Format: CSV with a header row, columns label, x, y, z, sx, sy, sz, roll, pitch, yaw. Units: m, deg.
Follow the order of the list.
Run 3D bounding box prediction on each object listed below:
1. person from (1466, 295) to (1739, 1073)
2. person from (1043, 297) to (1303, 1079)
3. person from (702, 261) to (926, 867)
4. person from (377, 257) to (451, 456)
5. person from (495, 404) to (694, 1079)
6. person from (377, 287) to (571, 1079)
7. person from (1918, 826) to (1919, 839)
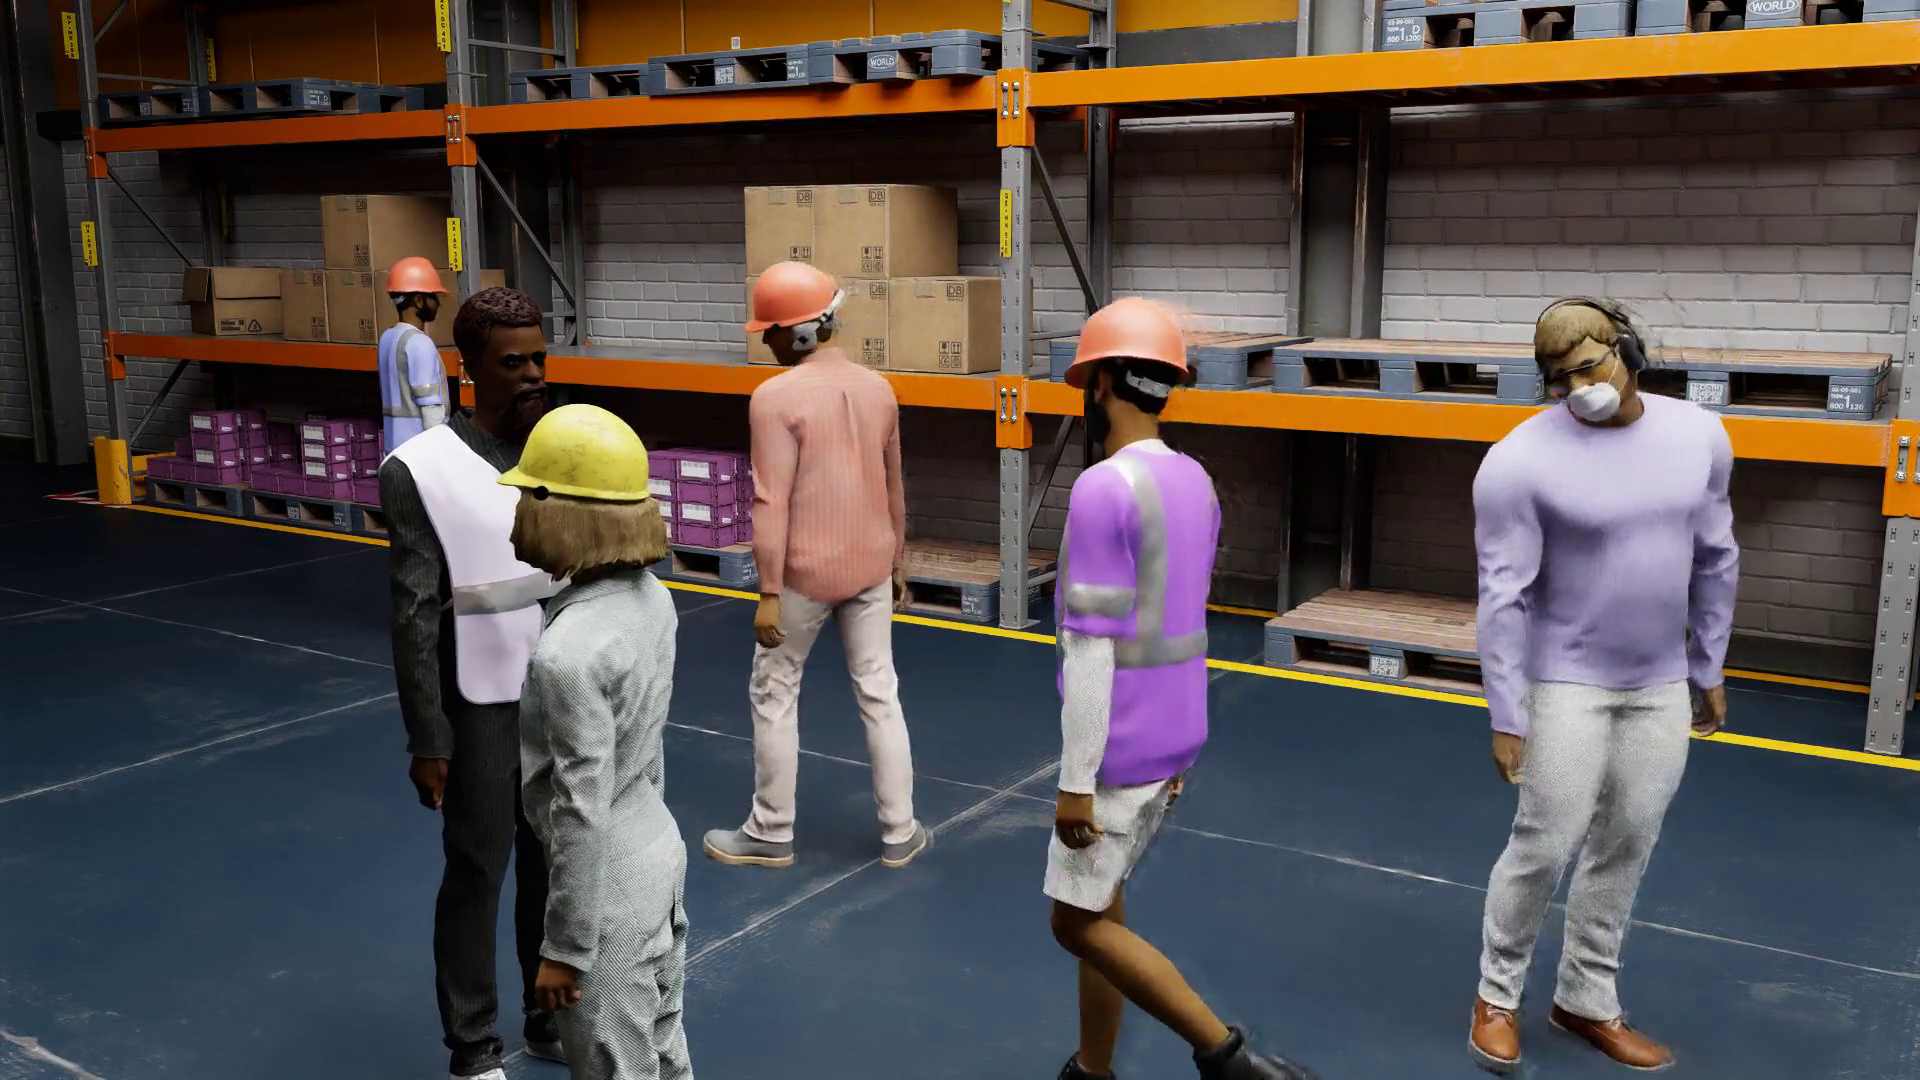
label,x,y,z,sx,sy,sz,roll,pitch,yaw
person,1.531,0.367,4.040,0.672,1.904,0.392,-3,11,-14
person,0.419,0.438,3.593,0.622,1.904,0.576,5,12,28
person,-0.449,0.101,5.342,0.671,1.962,0.588,-9,14,-41
person,-2.674,-0.428,8.284,0.352,1.940,0.545,-9,13,-39
person,-0.643,0.629,2.967,0.289,1.746,0.487,1,10,4
person,-1.046,0.379,3.867,0.383,1.918,0.597,7,12,33
person,3.445,0.031,5.458,0.615,2.038,0.395,-8,13,-37
